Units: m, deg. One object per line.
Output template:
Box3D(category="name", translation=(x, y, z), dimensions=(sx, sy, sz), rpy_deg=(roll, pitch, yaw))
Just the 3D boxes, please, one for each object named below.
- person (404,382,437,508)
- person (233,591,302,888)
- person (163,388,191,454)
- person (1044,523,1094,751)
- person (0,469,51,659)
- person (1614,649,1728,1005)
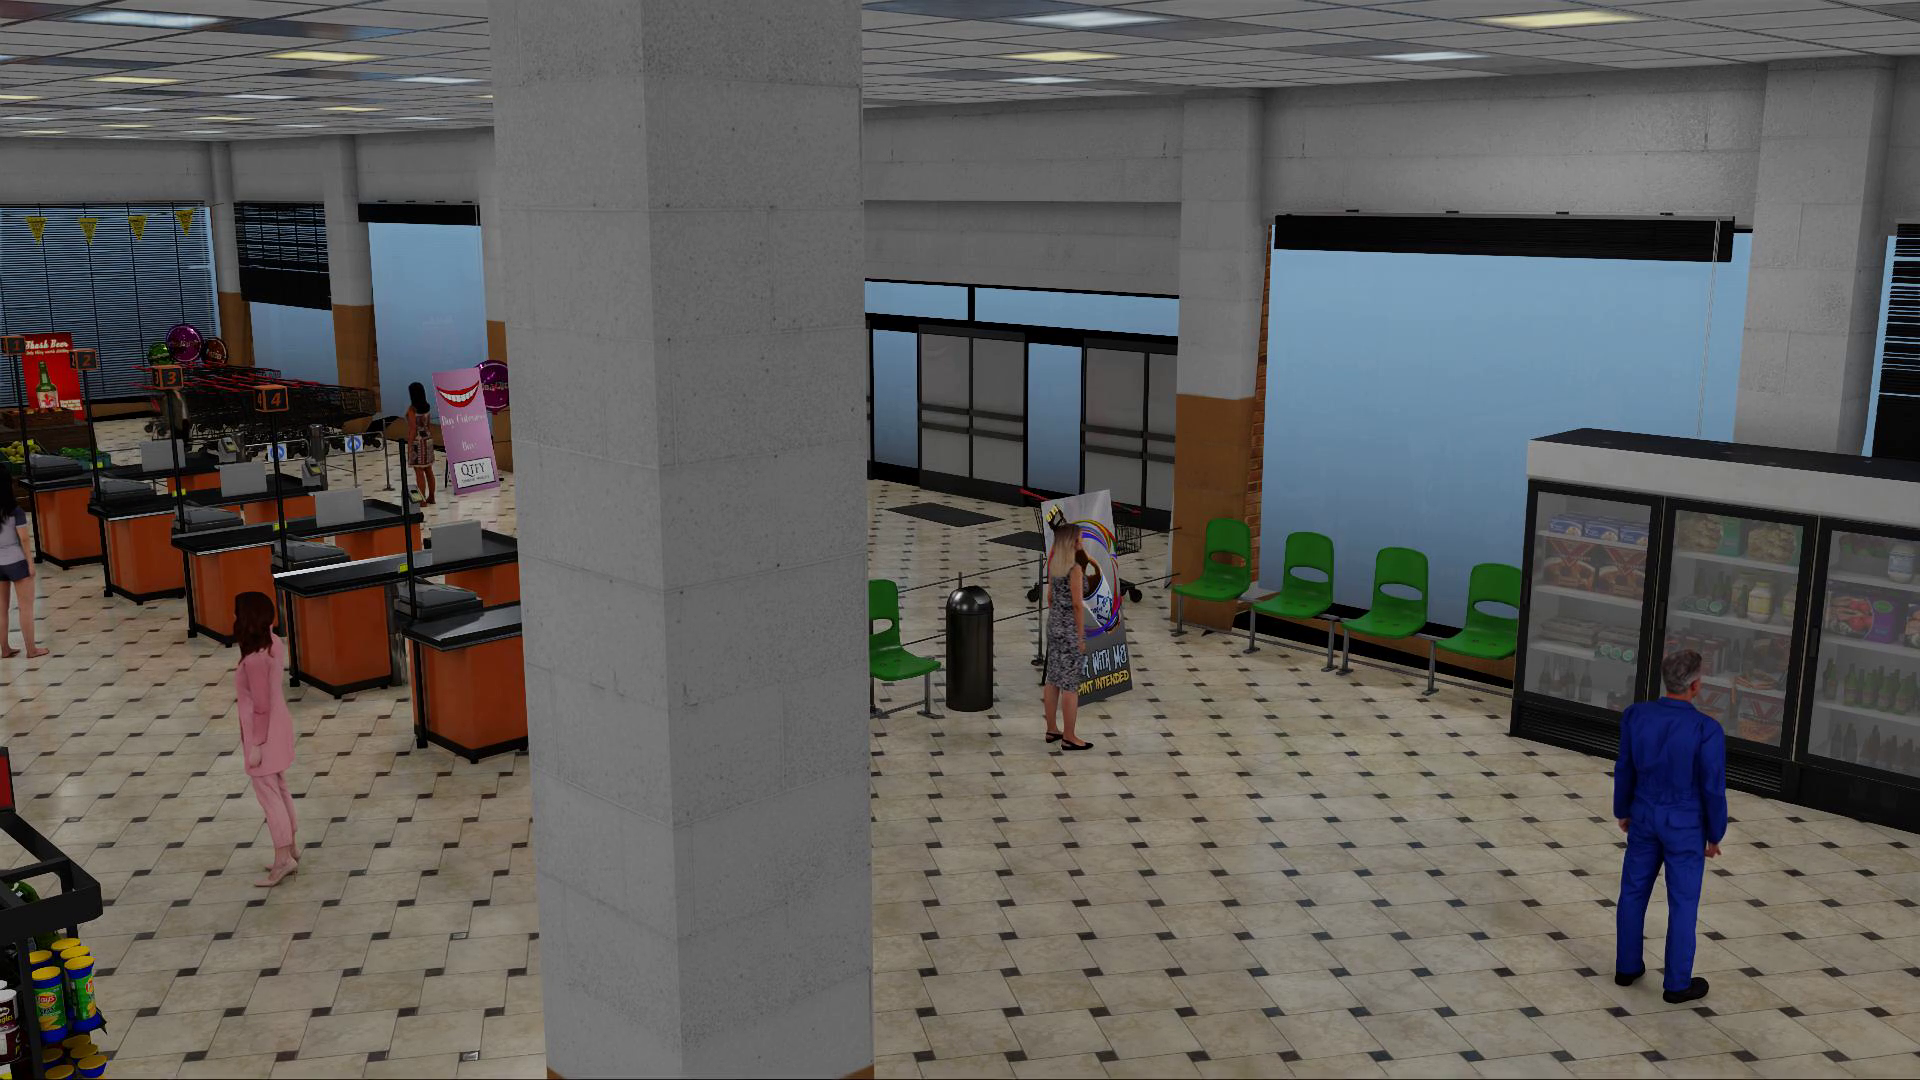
Box3D(category="person", translation=(-7.139, -1.271, 21.998), dimensions=(0.784, 1.645, 0.642), rpy_deg=(4, 12, 17))
Box3D(category="person", translation=(-4.149, 1.181, 9.971), dimensions=(0.716, 1.802, 0.691), rpy_deg=(-2, 12, -8))
Box3D(category="person", translation=(-11.388, -1.653, 24.223), dimensions=(0.719, 1.476, 0.615), rpy_deg=(2, 12, 11))
Box3D(category="person", translation=(0.783, 0.711, 12.441), dimensions=(0.595, 1.704, 0.621), rpy_deg=(-6, 13, -26))
Box3D(category="person", translation=(-8.480, 0.208, 14.824), dimensions=(0.679, 1.706, 0.710), rpy_deg=(2, 12, 9))
Box3D(category="person", translation=(3.650, 1.459, 8.583), dimensions=(0.555, 1.829, 0.727), rpy_deg=(-10, 16, -40))
